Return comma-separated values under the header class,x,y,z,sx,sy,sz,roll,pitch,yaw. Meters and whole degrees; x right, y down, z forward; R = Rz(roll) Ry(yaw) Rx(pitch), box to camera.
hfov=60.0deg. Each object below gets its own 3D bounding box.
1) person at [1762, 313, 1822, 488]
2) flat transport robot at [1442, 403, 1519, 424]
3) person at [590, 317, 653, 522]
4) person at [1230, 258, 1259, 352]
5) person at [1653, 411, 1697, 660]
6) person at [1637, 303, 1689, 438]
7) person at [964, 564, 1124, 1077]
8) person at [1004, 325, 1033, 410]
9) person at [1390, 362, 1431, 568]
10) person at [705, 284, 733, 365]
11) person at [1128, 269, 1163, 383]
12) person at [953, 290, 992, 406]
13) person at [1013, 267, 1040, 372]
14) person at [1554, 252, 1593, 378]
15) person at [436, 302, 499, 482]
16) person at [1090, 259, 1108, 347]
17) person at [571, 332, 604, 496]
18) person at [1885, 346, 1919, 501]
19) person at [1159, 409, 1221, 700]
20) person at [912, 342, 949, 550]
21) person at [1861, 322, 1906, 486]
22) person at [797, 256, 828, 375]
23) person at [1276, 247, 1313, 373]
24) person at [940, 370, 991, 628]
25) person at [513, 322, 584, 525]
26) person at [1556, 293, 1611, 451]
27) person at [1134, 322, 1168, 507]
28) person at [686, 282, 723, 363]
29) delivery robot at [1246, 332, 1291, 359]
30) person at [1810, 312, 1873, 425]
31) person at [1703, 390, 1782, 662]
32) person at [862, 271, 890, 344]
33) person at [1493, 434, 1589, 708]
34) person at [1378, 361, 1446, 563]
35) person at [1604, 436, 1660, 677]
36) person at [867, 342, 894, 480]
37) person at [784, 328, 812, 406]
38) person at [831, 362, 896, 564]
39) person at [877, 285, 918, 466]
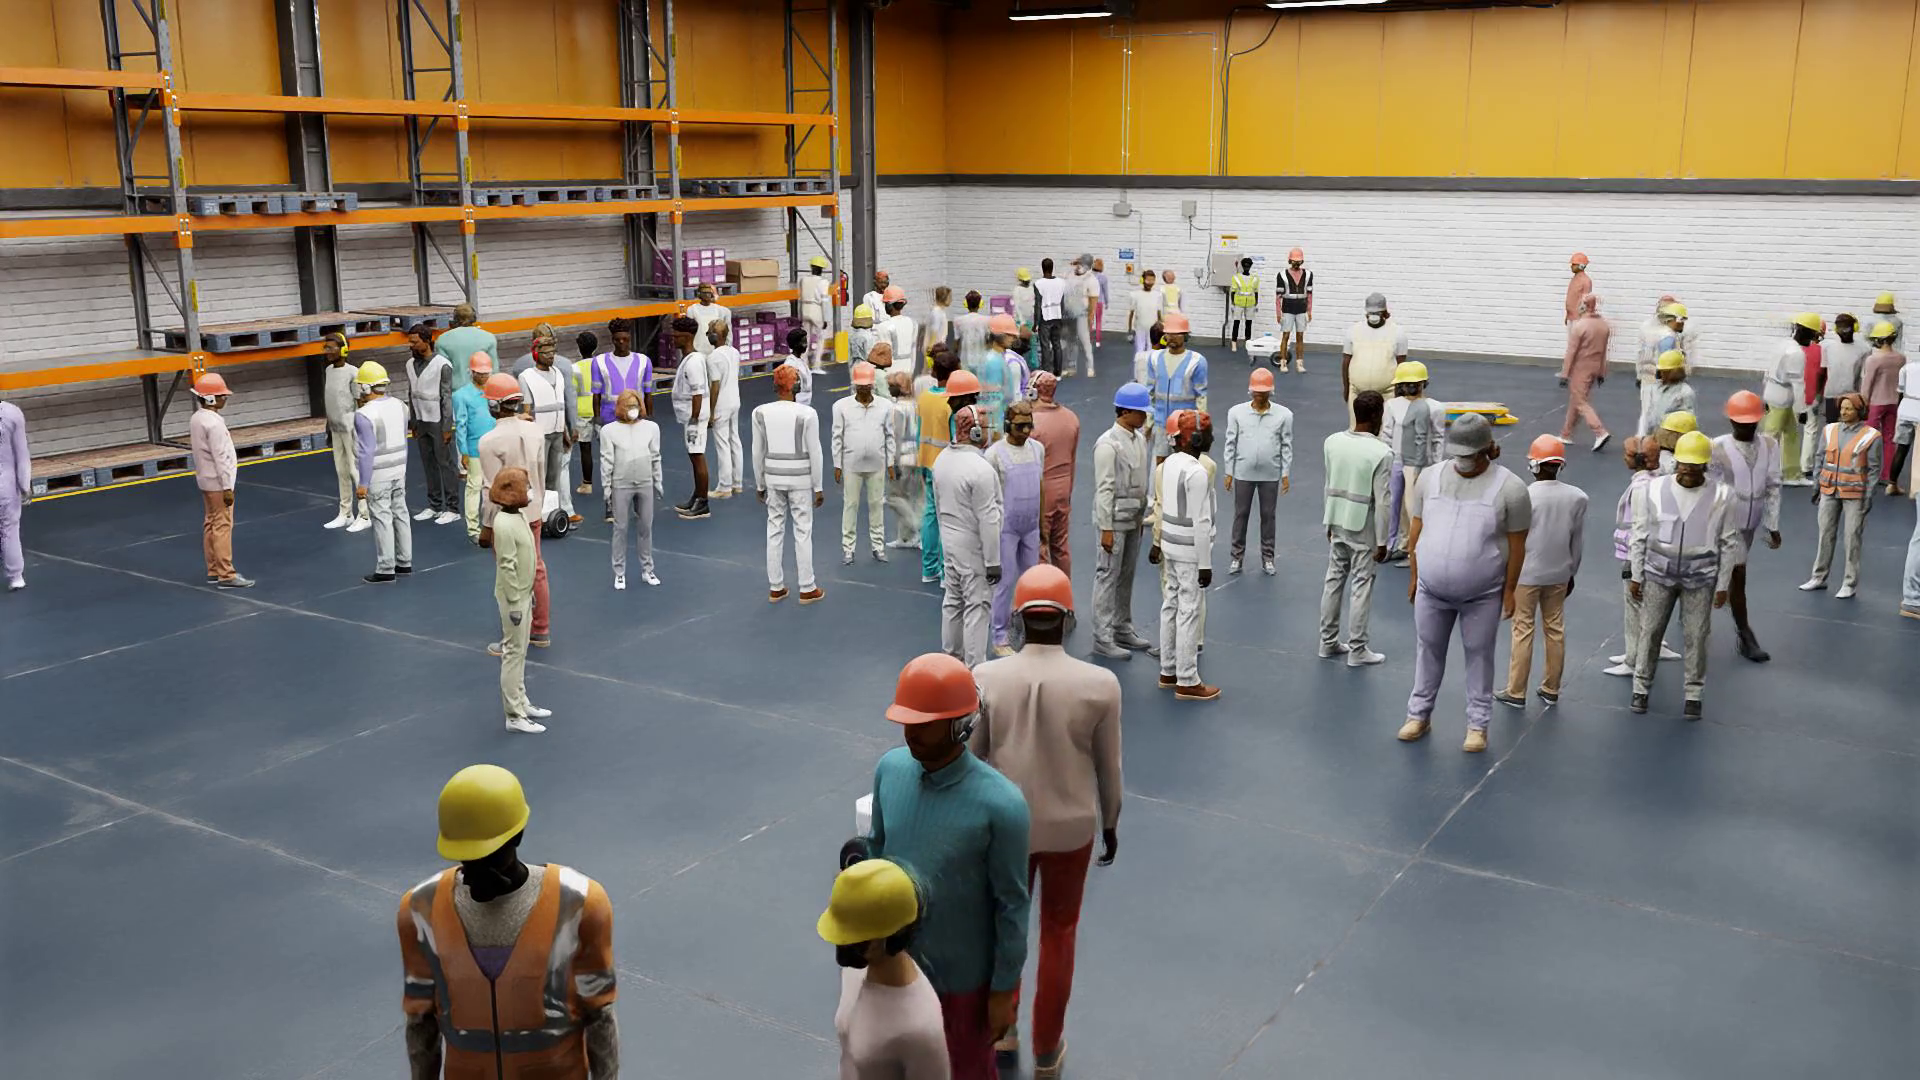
class,x,y,z,sx,sy,sz,roll,pitch,yaw
person,8.729,-1.441,17.420,0.852,1.865,0.609,4,13,15
flat transport robot,6.567,-1.681,21.975,1.431,0.197,0.652,-1,13,-3
person,-3.233,-1.157,15.988,0.603,1.966,0.368,-5,14,-21
person,5.103,-4.213,29.845,0.533,1.692,0.319,-1,13,-4
person,4.954,-0.042,11.660,0.314,1.735,0.483,2,13,9
person,8.209,-1.866,19.462,0.474,1.794,0.663,7,15,26
person,0.313,1.069,6.339,0.618,1.970,0.469,3,13,13
person,0.556,-1.217,16.550,0.429,1.836,0.623,0,13,-1
person,3.827,-0.646,14.247,0.339,1.756,0.532,-2,13,-10
person,-3.426,-2.656,22.958,0.573,1.749,0.343,0,13,1
person,2.741,-3.040,24.417,0.497,1.851,0.439,-4,13,-15
person,0.162,-2.143,20.507,0.515,1.861,0.323,0,13,2
person,1.062,-3.520,26.749,0.367,1.735,0.567,11,17,41
person,9.669,-3.508,26.119,0.381,1.996,0.608,-1,13,-4
person,-5.280,-1.588,17.921,0.633,1.936,0.353,-4,14,-16
person,2.493,-4.383,30.733,0.510,1.618,0.346,8,15,30
person,-3.815,-1.303,17.211,0.530,1.697,0.321,-9,16,-34
person,9.781,-1.238,16.956,0.320,1.685,0.539,-5,14,-22
person,1.482,0.093,10.750,0.356,1.883,0.574,-4,13,-15
person,-0.197,-0.837,14.811,0.532,1.869,0.311,-10,16,-36
person,9.737,-1.429,17.632,0.529,1.761,0.343,-4,14,-16
person,-2.351,-3.603,26.753,0.610,1.902,0.478,7,15,29
person,5.413,-3.708,26.918,0.600,2.036,0.396,-1,13,-4
person,0.046,-0.298,12.349,0.380,1.929,0.543,-1,13,-6
person,-3.889,-1.083,15.728,0.627,1.941,0.371,4,14,16
person,7.516,-2.017,19.945,0.663,1.872,0.877,-9,16,-35
person,1.945,-1.253,16.658,0.334,1.857,0.528,-12,18,-42
person,-3.363,-2.499,22.074,0.506,1.846,0.345,-8,15,-31
delivery robot,5.170,-3.243,27.922,0.707,0.478,0.477,6,14,24
person,9.394,-1.500,17.741,0.517,1.845,0.395,10,16,37
person,5.491,-0.153,11.838,0.542,1.880,1.009,-2,13,-10
person,-1.137,-2.871,23.601,0.357,1.885,0.573,11,17,40
person,3.672,0.198,10.577,0.564,1.751,0.330,-3,13,-13
person,3.857,-0.649,14.224,0.526,1.769,0.330,6,14,24
person,4.562,0.110,11.215,0.310,1.636,0.523,7,15,28
person,-0.787,-1.187,16.849,0.285,1.633,0.498,-4,14,-17
person,-1.723,-1.397,17.616,0.320,1.698,0.531,1,13,6
person,-0.822,-0.664,14.319,0.564,1.749,0.330,-3,13,-13
person,-0.743,-1.853,18.840,0.374,2.044,0.607,10,16,36
